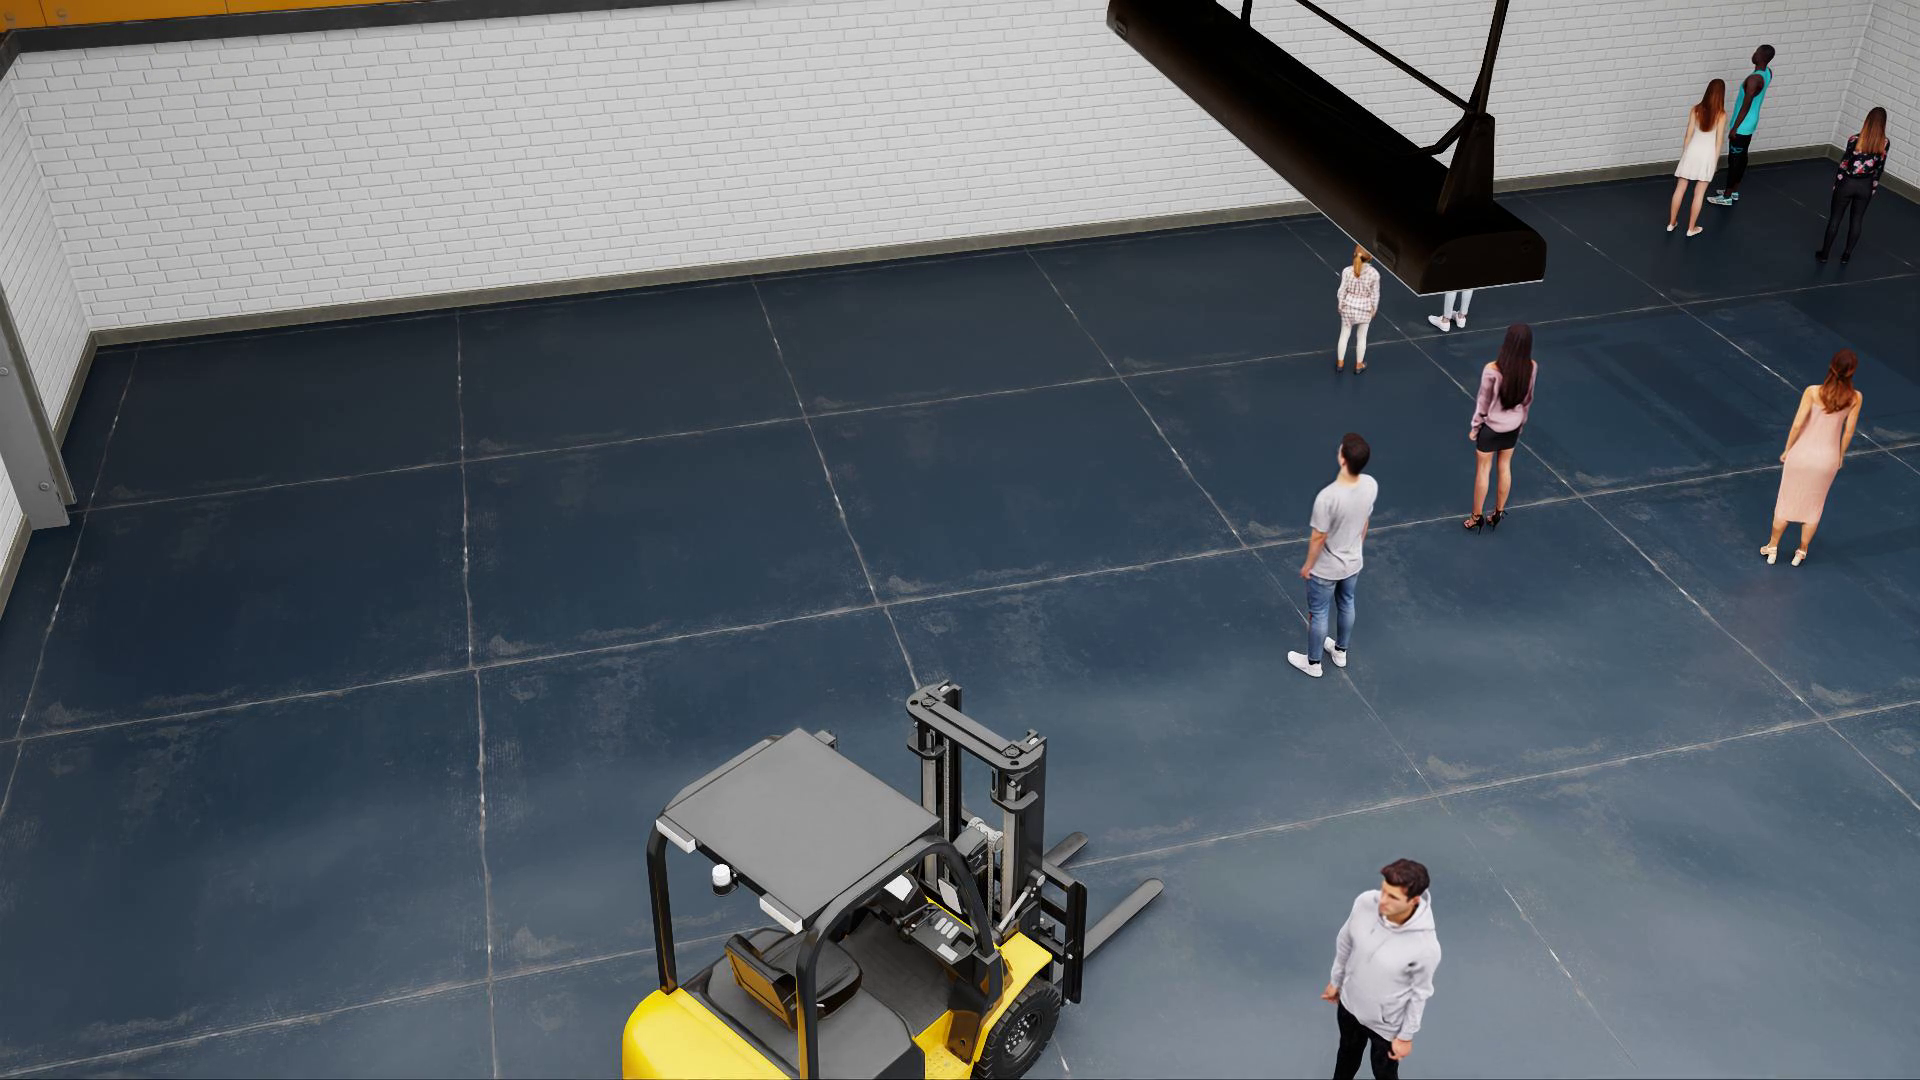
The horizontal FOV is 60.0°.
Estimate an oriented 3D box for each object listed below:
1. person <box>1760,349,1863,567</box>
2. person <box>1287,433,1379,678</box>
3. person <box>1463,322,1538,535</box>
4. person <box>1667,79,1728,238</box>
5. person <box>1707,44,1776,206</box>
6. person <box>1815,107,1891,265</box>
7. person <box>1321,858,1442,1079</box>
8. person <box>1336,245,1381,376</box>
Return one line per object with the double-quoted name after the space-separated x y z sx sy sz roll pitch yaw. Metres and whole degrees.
6.464 -0.614 12.599 0.664 1.831 0.690 11 35 16 "person"
2.599 0.104 11.466 0.729 1.890 0.668 -18 38 -25 "person"
4.216 -0.865 12.995 0.635 1.811 0.533 -6 34 -9 "person"
8.018 -4.156 18.036 0.623 1.711 0.707 26 42 33 "person"
8.847 -4.676 18.729 0.683 1.811 0.675 27 42 35 "person"
9.365 -3.707 17.385 0.652 1.684 0.658 8 34 12 "person"
2.059 2.269 8.173 0.828 1.930 0.689 -25 41 -32 "person"
3.673 -2.153 15.383 0.624 1.312 0.668 12 36 18 "person"
